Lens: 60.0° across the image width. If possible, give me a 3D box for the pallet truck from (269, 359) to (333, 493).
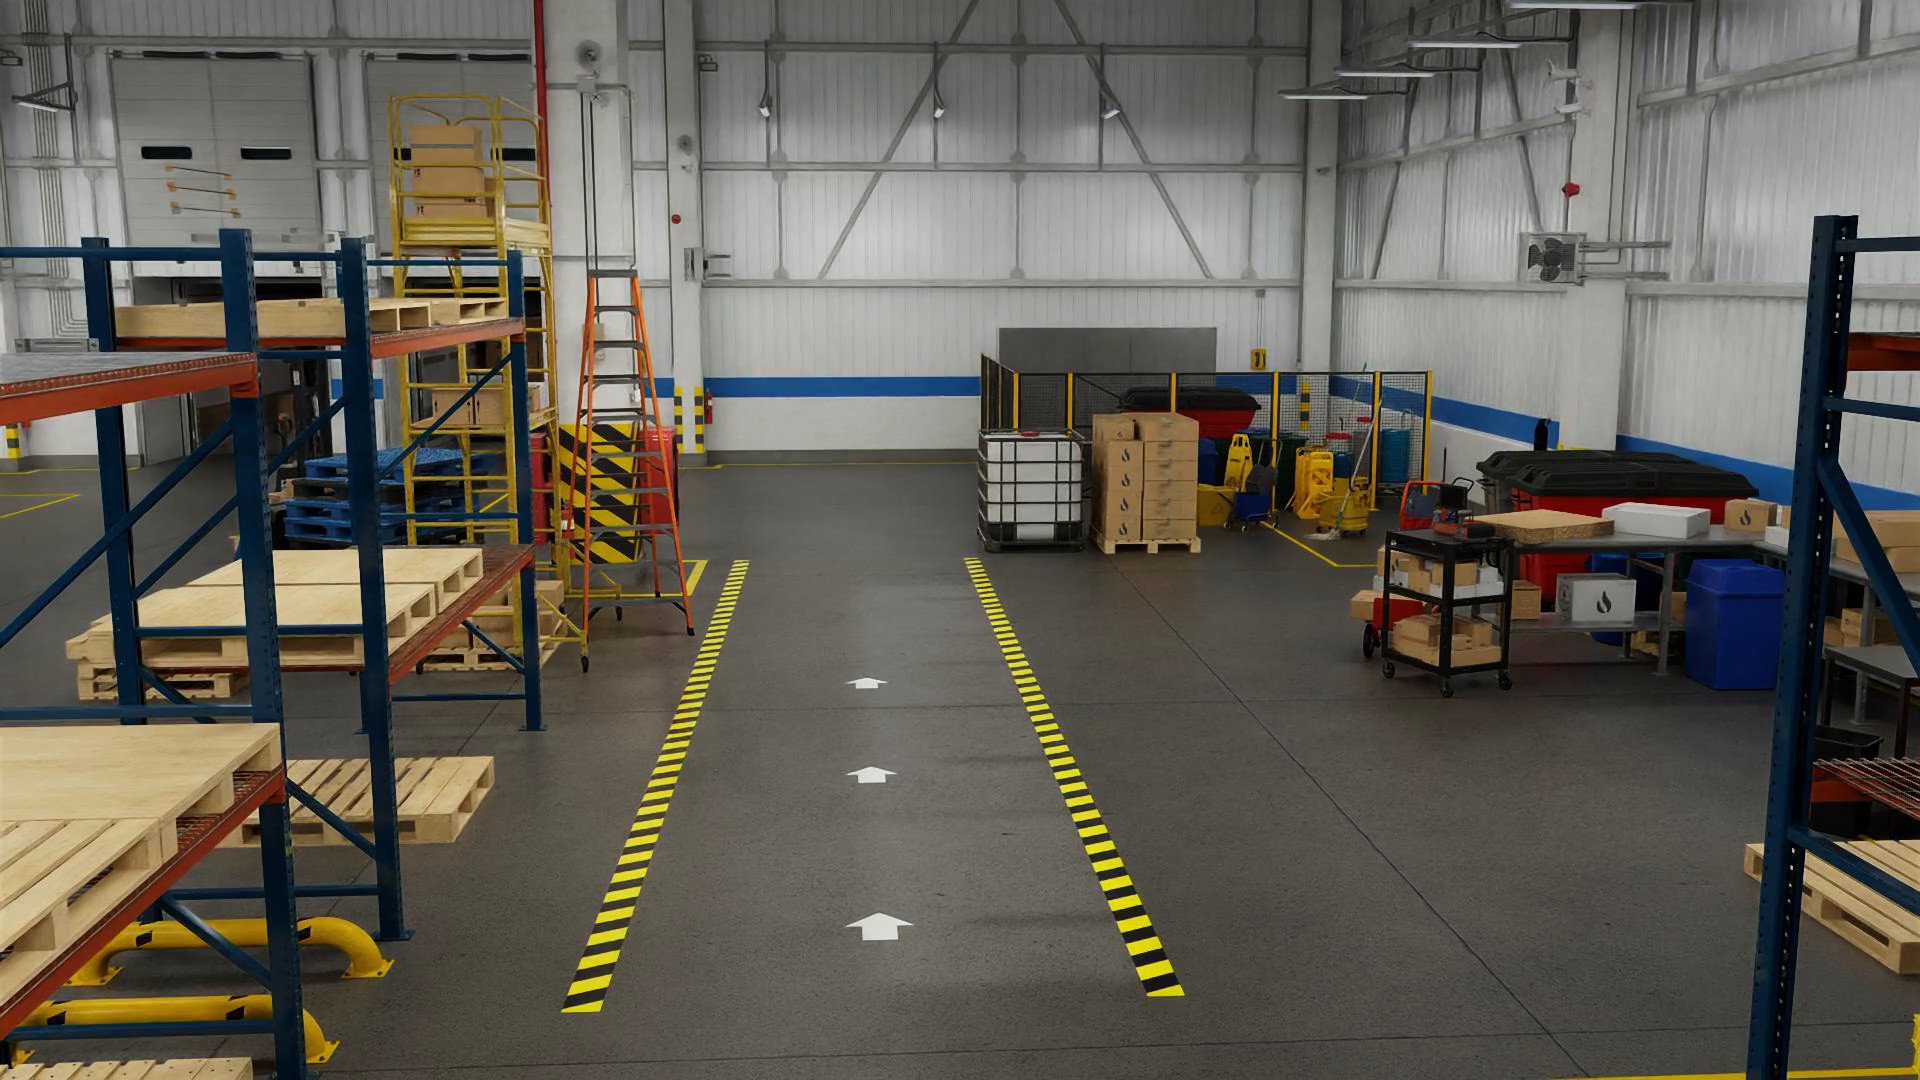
[{"bbox_3d":[-7.062,-1.131,18.996,1.885,1.965,0.823,2,9,13],"label":"pallet truck"}]
